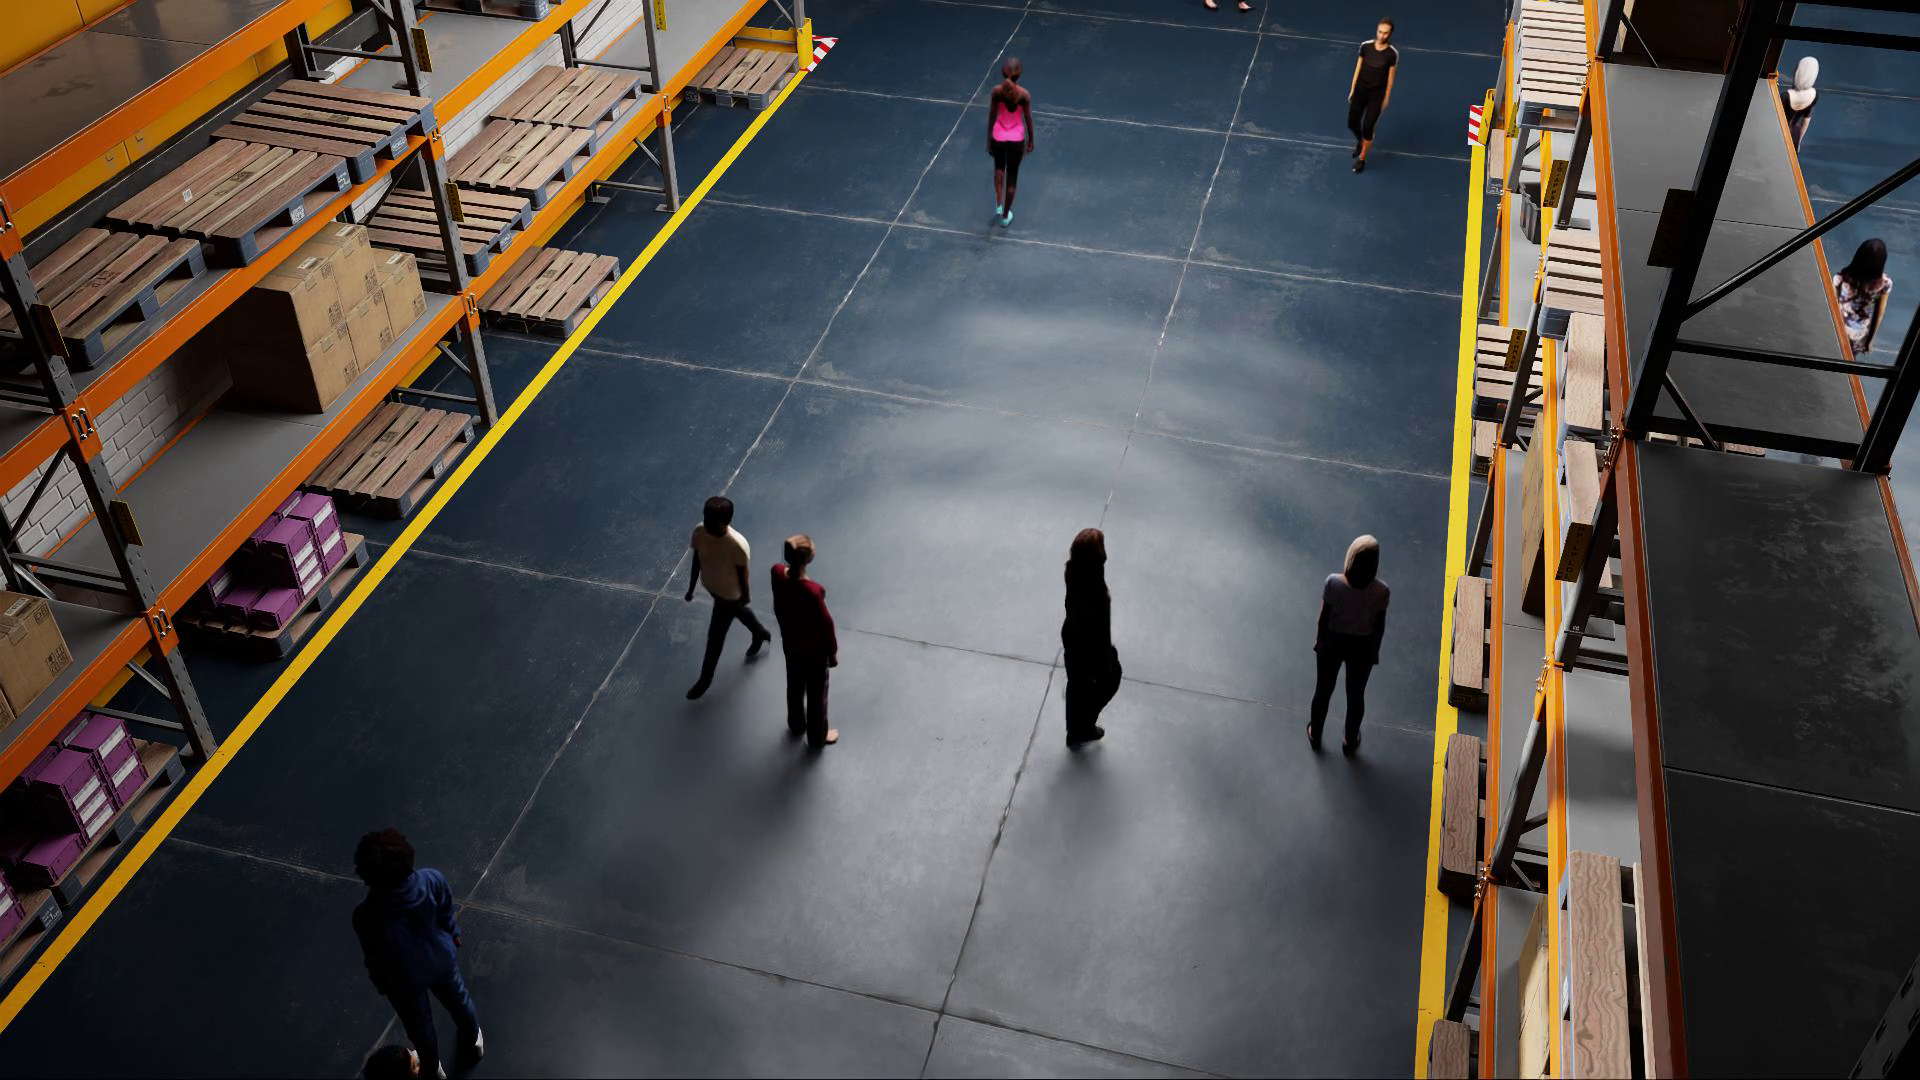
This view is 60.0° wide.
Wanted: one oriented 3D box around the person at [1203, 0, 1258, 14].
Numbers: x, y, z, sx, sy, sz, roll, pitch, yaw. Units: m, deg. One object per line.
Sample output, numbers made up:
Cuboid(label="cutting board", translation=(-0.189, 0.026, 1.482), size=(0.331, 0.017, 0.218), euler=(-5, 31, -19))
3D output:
Cuboid(label="person", translation=(3.292, -7.472, 20.863), size=(1.015, 1.690, 0.973), euler=(-30, 47, -32))

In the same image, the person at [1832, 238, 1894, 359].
Cuboid(label="person", translation=(7.169, -1.622, 13.508), size=(0.648, 1.727, 0.630), euler=(16, 41, 19))

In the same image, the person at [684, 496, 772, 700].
Cuboid(label="person", translation=(-1.538, 0.304, 11.245), size=(0.910, 1.541, 1.117), euler=(31, 48, 33))

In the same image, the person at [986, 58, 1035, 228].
Cuboid(label="person", translation=(0.455, -3.869, 16.332), size=(0.602, 1.714, 0.641), euler=(8, 39, 10))

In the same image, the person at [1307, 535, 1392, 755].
Cuboid(label="person", translation=(2.479, 0.671, 10.641), size=(0.577, 1.722, 0.506), euler=(10, 40, 13))

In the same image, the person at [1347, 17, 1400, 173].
Cuboid(label="person", translation=(4.336, -4.691, 17.410), size=(0.708, 1.653, 0.756), euler=(24, 45, 27))

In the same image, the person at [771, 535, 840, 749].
Cuboid(label="person", translation=(-0.998, 0.635, 10.701), size=(0.687, 1.703, 0.654), euler=(28, 46, 31))

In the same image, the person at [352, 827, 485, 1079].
Cuboid(label="person", translation=(-2.839, 2.179, 8.682), size=(0.710, 1.810, 0.823), euler=(-29, 47, -31))

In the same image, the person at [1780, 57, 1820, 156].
Cuboid(label="person", translation=(7.993, -3.818, 16.176), size=(0.641, 1.829, 0.637), euler=(-7, 39, -9))

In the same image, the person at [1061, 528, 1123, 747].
Cuboid(label="person", translation=(0.742, 0.686, 10.610), size=(0.772, 1.738, 0.739), euler=(-31, 48, -32))
